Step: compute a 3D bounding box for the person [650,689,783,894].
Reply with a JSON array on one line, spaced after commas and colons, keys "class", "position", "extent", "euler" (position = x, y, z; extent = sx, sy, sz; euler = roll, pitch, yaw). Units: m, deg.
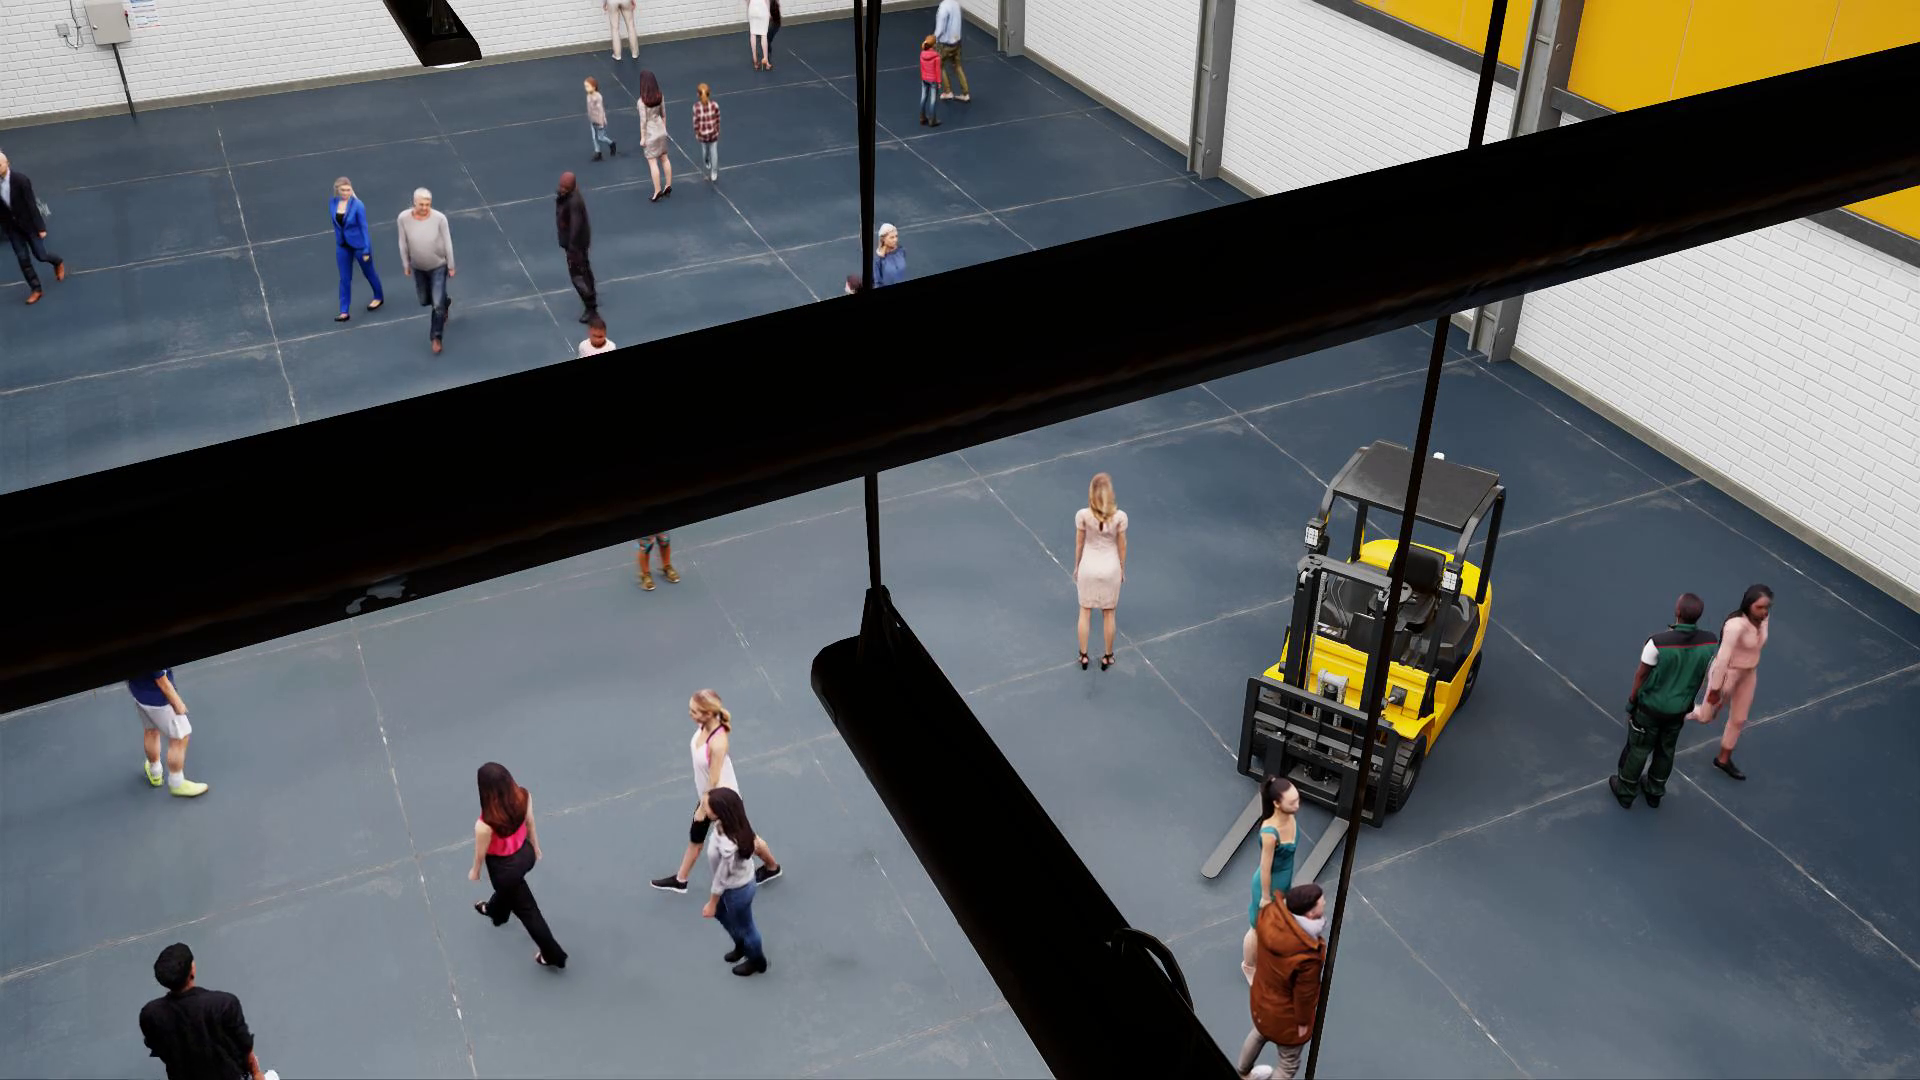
[{"class": "person", "position": [-1.529, 1.733, 11.265], "extent": [0.736, 1.736, 1.093], "euler": [-10, 35, -15]}]

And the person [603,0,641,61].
[{"class": "person", "position": [-5.518, -8.725, 26.888], "extent": [0.717, 1.860, 0.590], "euler": [-10, 35, -14]}]

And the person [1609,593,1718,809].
[{"class": "person", "position": [5.080, 1.175, 12.014], "extent": [0.743, 1.838, 0.718], "euler": [-4, 34, -6]}]

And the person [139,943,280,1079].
[{"class": "person", "position": [-4.193, 3.027, 9.274], "extent": [0.850, 1.785, 1.109], "euler": [-8, 34, -11]}]

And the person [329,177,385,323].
[{"class": "person", "position": [-6.852, -3.370, 19.011], "extent": [1.037, 1.661, 1.135], "euler": [10, 35, 14]}]

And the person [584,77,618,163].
[{"class": "person", "position": [-5.026, -5.874, 23.207], "extent": [0.684, 1.186, 0.689], "euler": [26, 41, 33]}]

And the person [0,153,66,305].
[{"class": "person", "position": [-10.897, -3.695, 19.388], "extent": [0.894, 1.785, 1.056], "euler": [-1, 34, -2]}]

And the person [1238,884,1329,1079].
[{"class": "person", "position": [1.880, 2.697, 9.729], "extent": [0.749, 1.831, 0.595], "euler": [-13, 36, -19]}]

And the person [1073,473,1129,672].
[{"class": "person", "position": [1.116, 0.267, 13.388], "extent": [0.654, 1.829, 0.673], "euler": [4, 34, 6]}]

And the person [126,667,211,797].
[{"class": "person", "position": [-5.932, 1.119, 12.135], "extent": [0.728, 1.795, 0.976], "euler": [19, 38, 26]}]

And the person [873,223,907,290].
[{"class": "person", "position": [-0.831, -2.620, 17.867], "extent": [0.832, 1.678, 1.117], "euler": [-28, 43, -35]}]

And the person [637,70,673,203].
[{"class": "person", "position": [-4.013, -5.307, 21.848], "extent": [0.665, 1.746, 0.665], "euler": [23, 40, 30]}]

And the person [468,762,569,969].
[{"class": "person", "position": [-2.836, 2.145, 10.755], "extent": [1.141, 1.615, 1.022], "euler": [15, 36, 21]}]

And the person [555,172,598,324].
[{"class": "person", "position": [-4.344, -3.424, 18.988], "extent": [0.970, 1.777, 0.585], "euler": [-4, 34, -7]}]

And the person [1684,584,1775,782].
[{"class": "person", "position": [5.665, 0.998, 12.402], "extent": [0.732, 1.702, 1.066], "euler": [-22, 39, -29]}]

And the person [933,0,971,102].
[{"class": "person", "position": [-0.133, -7.431, 25.017], "extent": [0.959, 1.776, 0.901], "euler": [24, 41, 32]}]

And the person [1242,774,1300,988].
[{"class": "person", "position": [1.996, 2.185, 10.631], "extent": [0.648, 1.687, 0.630], "euler": [19, 38, 26]}]

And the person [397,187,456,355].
[{"class": "person", "position": [-5.816, -3.026, 18.308], "extent": [1.013, 1.865, 1.189], "euler": [2, 34, 3]}]

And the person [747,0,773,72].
[{"class": "person", "position": [-3.217, -8.373, 26.418], "extent": [0.613, 1.793, 0.682], "euler": [13, 36, 18]}]

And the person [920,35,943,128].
[{"class": "person", "position": [-0.446, -6.737, 24.390], "extent": [0.541, 1.314, 0.640], "euler": [23, 40, 31]}]

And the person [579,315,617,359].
[{"class": "person", "position": [-3.560, -1.603, 16.566], "extent": [0.850, 1.424, 0.914], "euler": [8, 34, 12]}]

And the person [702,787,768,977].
[{"class": "person", "position": [-1.359, 2.209, 10.652], "extent": [0.743, 1.622, 0.629], "euler": [-3, 34, -5]}]

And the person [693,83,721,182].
[{"class": "person", "position": [-3.411, -5.514, 22.595], "extent": [0.697, 1.263, 0.970], "euler": [-5, 34, -7]}]
